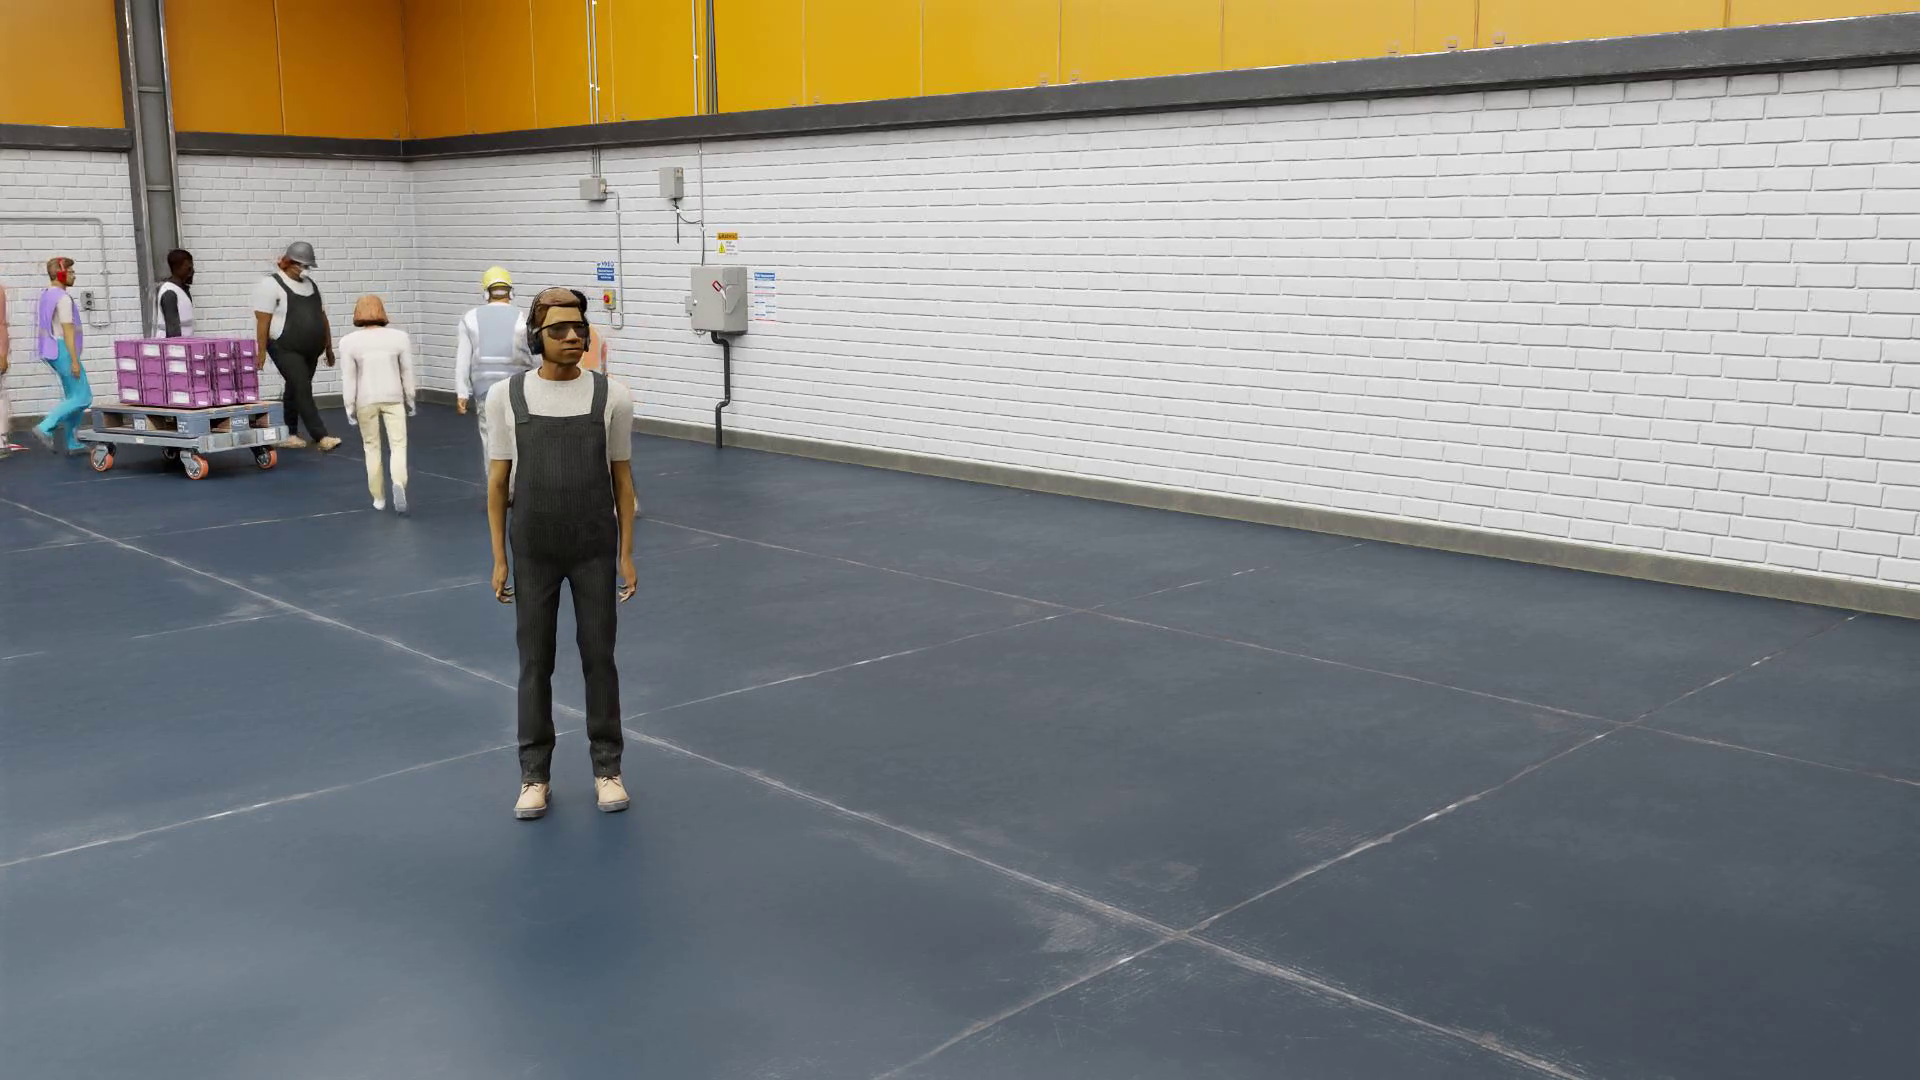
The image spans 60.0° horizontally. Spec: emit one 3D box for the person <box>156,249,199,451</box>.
[{"bbox_3d":[-7.267,-1.752,15.492,0.448,1.899,0.592,-2,11,-12],"label":"person"}]

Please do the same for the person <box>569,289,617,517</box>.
[{"bbox_3d":[-2.715,-0.982,11.998,0.871,1.637,0.576,7,12,33],"label":"person"}]

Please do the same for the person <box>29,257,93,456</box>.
[{"bbox_3d":[-8.175,-1.648,15.116,0.514,1.827,0.582,-9,14,-40],"label":"person"}]

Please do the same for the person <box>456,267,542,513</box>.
[{"bbox_3d":[-3.392,-1.119,12.355,0.597,1.785,0.817,-1,10,-4],"label":"person"}]

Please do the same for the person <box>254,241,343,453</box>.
[{"bbox_3d":[-6.140,-1.836,15.553,1.035,2.000,0.715,4,11,22],"label":"person"}]

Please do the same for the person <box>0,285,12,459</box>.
[{"bbox_3d":[-8.848,-1.703,15.043,0.619,1.971,0.585,1,10,5],"label":"person"}]

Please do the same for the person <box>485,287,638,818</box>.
[{"bbox_3d":[-1.379,0.049,5.810,0.507,1.847,0.345,-3,11,-14],"label":"person"}]

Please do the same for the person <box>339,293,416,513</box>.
[{"bbox_3d":[-4.220,-0.987,12.093,0.512,1.611,0.684,-4,11,-20],"label":"person"}]
